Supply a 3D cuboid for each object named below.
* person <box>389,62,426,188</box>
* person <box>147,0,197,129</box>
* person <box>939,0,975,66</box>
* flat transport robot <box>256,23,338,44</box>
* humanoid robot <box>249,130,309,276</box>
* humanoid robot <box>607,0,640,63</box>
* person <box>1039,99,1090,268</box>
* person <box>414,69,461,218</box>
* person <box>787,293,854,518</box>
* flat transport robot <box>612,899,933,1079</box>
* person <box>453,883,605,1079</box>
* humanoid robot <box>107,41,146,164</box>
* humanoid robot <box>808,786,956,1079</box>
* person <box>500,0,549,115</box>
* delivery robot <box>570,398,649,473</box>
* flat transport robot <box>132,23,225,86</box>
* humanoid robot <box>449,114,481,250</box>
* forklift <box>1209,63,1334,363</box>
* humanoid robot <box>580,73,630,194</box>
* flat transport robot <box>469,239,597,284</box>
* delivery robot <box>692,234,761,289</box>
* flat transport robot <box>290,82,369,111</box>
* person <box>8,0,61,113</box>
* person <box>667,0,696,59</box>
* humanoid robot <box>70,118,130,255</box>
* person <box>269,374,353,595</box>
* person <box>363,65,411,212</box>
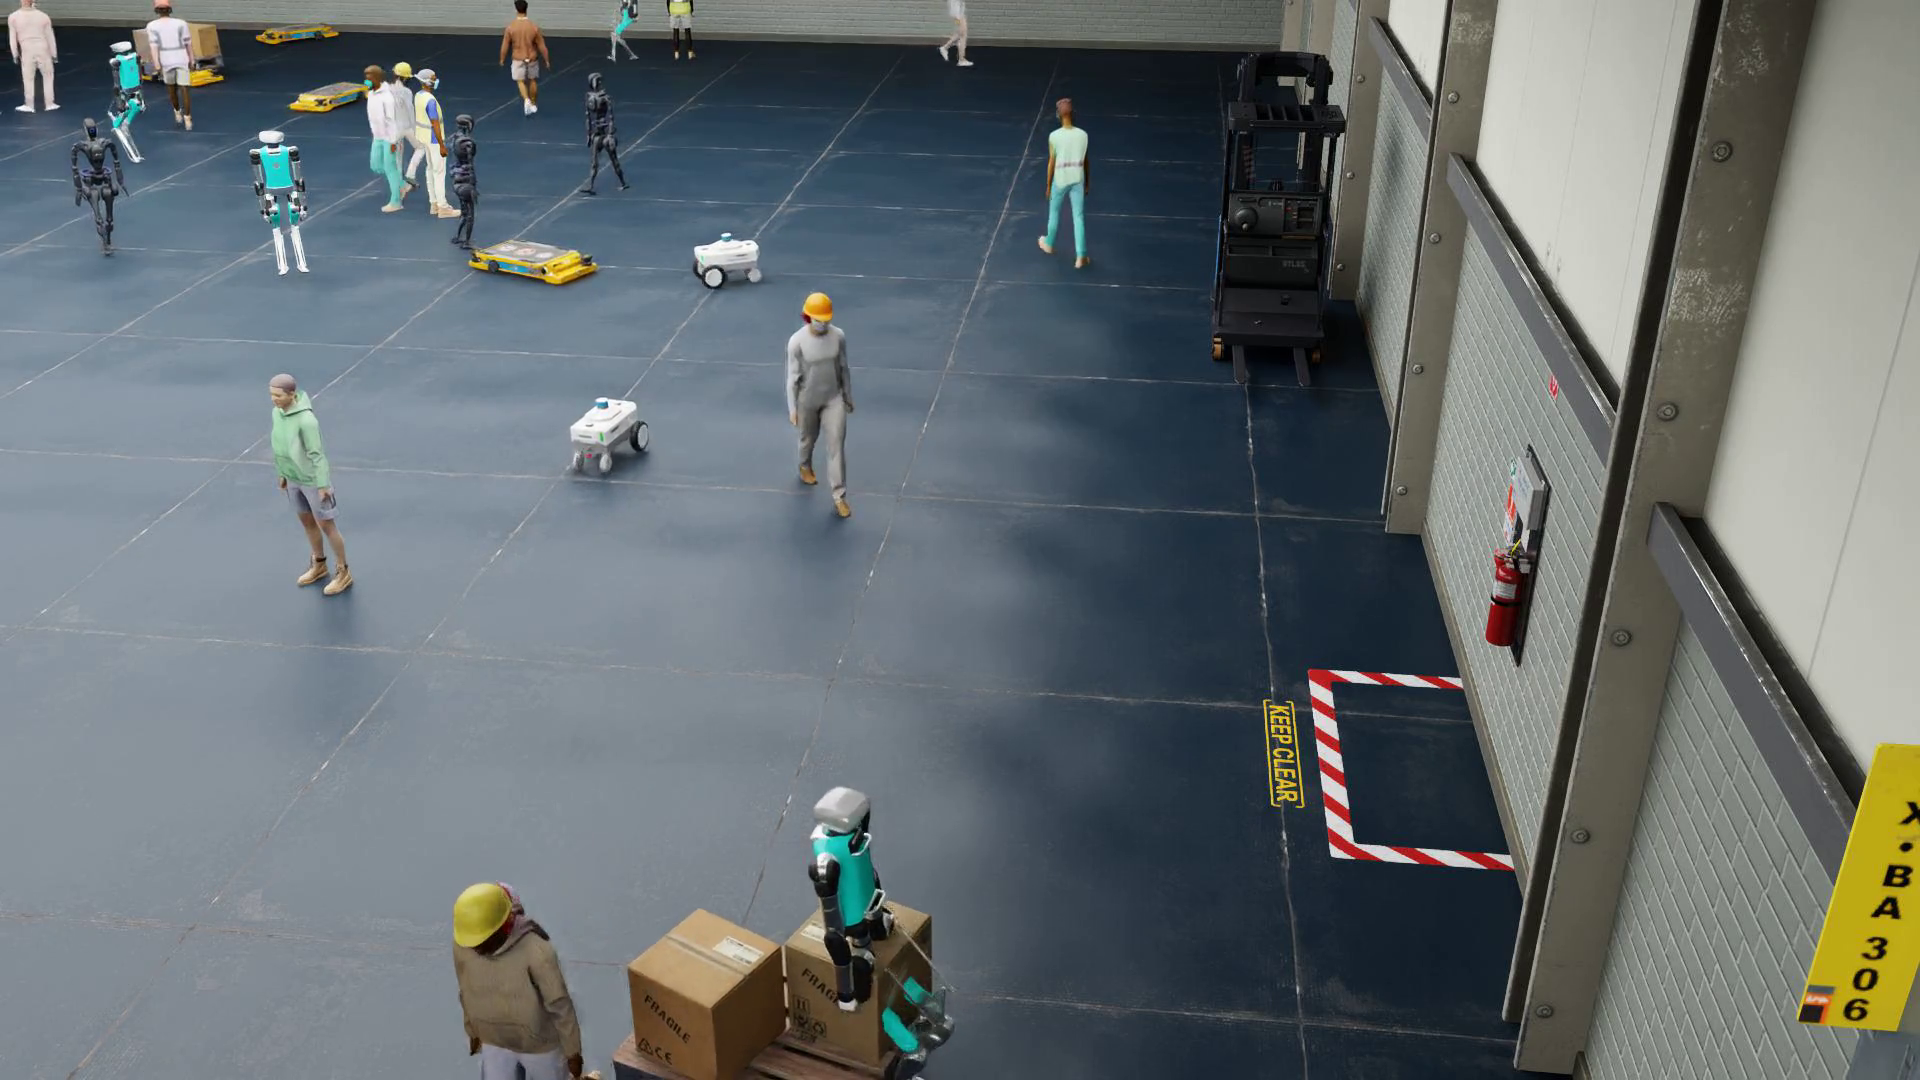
[{"bbox_3d":[-7.634,-5.655,22.799,0.612,1.735,0.415,15,30,27],"label":"person"},{"bbox_3d":[-12.434,-7.583,26.341,0.609,2.003,0.960,-10,28,-19],"label":"person"},{"bbox_3d":[-0.045,-9.731,30.790,0.571,1.854,0.517,-1,27,-3],"label":"person"},{"bbox_3d":[-13.368,-10.214,33.528,1.431,0.231,0.659,-22,34,-36],"label":"flat transport robot"},{"bbox_3d":[-7.817,-3.922,19.183,0.533,1.675,0.735,-11,28,-20],"label":"humanoid robot"},{"bbox_3d":[-6.403,-9.846,31.187,0.545,1.775,0.981,23,35,38],"label":"humanoid robot"},{"bbox_3d":[1.276,-4.283,19.863,0.561,1.949,0.834,-6,27,-12],"label":"person"},{"bbox_3d":[-6.843,-5.146,21.601,0.385,1.891,0.547,-18,32,-32],"label":"person"},{"bbox_3d":[-1.170,-1.196,13.766,0.576,1.844,0.971,-9,28,-18],"label":"person"},{"bbox_3d":[-0.884,2.586,7.975,0.659,0.231,1.431,11,29,21],"label":"flat transport robot"},{"bbox_3d":[-1.879,2.119,7.287,0.576,1.729,0.720,5,27,10],"label":"person"},{"bbox_3d":[-12.178,-6.323,24.132,0.801,1.794,0.572,8,28,16],"label":"humanoid robot"},{"bbox_3d":[-0.285,1.952,7.596,0.761,1.775,0.530,7,27,13],"label":"humanoid robot"},{"bbox_3d":[-7.075,-7.842,27.039,0.774,1.836,0.706,-9,28,-17],"label":"person"},{"bbox_3d":[-3.144,-0.978,14.752,0.499,0.577,0.769,8,28,15],"label":"delivery robot"},{"bbox_3d":[-13.941,-8.337,29.782,1.431,0.231,0.659,15,30,27],"label":"flat transport robot"},{"bbox_3d":[-6.074,-4.369,20.288,0.411,1.639,0.602,-16,31,-29],"label":"humanoid robot"},{"bbox_3d":[3.241,-3.477,17.183,1.129,2.768,1.873,3,27,6],"label":"forklift"},{"bbox_3d":[-4.882,-5.521,22.641,0.592,1.627,0.771,19,32,33],"label":"humanoid robot"},{"bbox_3d":[-5.079,-3.307,19.741,1.431,0.231,0.659,14,30,26],"label":"flat transport robot"},{"bbox_3d":[-2.722,-3.241,19.311,0.811,0.613,0.499,-10,28,-20],"label":"delivery robot"},{"bbox_3d":[-10.574,-7.483,28.076,0.659,0.231,1.431,9,28,17],"label":"flat transport robot"},{"bbox_3d":[-15.251,-7.989,27.319,0.815,1.861,0.468,-11,29,-20],"label":"person"},{"bbox_3d":[-5.283,-9.975,31.451,0.538,1.697,0.318,0,27,0],"label":"person"},{"bbox_3d":[-10.399,-4.283,20.138,0.630,1.638,0.612,24,35,39],"label":"humanoid robot"},{"bbox_3d":[-4.851,-0.429,12.362,0.473,1.734,0.324,16,31,28],"label":"person"},{"bbox_3d":[-7.552,-5.284,21.875,0.490,1.904,0.466,20,33,34],"label":"person"}]
